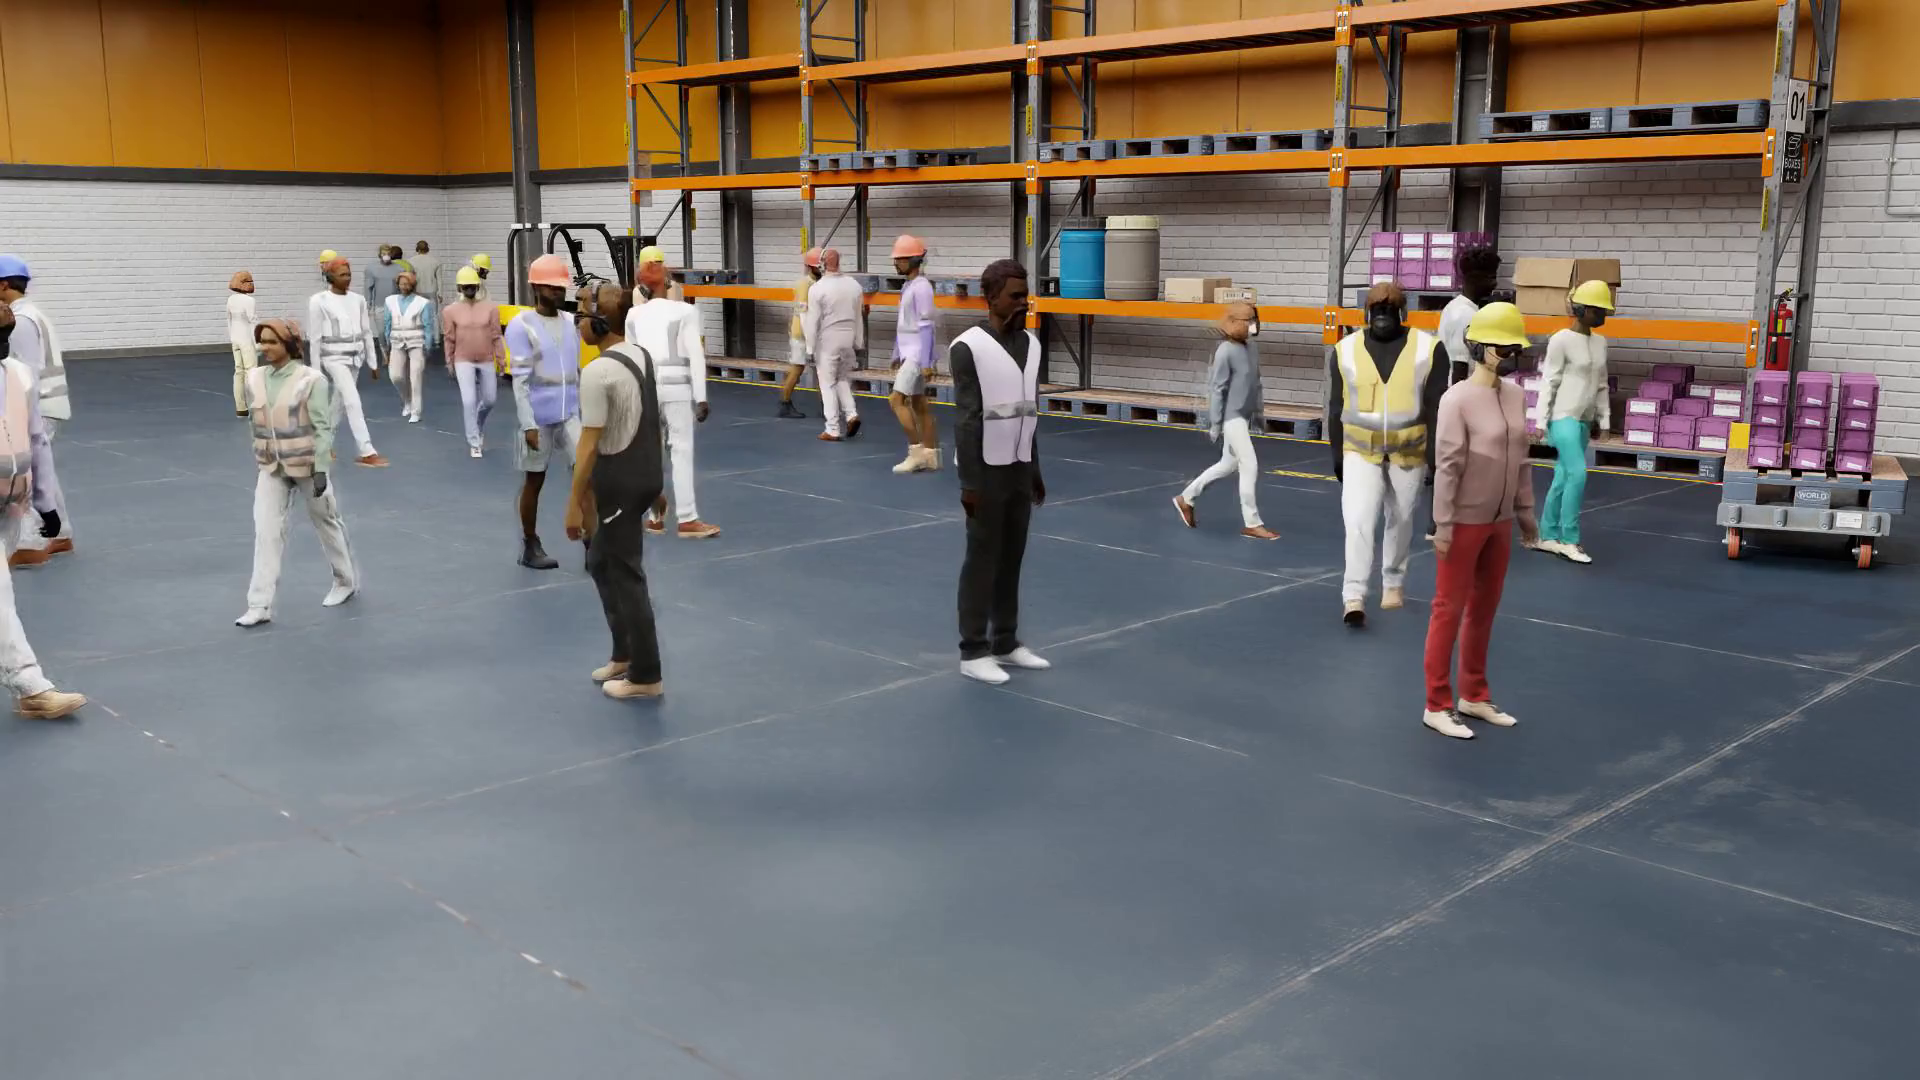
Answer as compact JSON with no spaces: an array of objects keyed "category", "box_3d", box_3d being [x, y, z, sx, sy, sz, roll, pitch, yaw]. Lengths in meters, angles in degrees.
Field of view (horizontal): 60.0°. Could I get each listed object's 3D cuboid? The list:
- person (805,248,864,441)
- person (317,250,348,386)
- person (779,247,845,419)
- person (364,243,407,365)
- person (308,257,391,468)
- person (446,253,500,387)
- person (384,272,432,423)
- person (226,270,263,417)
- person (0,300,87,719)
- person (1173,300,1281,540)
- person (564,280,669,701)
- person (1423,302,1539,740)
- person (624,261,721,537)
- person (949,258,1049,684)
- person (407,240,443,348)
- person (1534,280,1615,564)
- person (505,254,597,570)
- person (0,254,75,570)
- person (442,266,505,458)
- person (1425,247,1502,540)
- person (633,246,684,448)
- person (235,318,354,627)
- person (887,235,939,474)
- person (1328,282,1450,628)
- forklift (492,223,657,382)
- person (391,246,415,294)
[{"category":"person","box_3d":[-1.261,-1.909,16.347,0.680,1.891,0.423,-10,15,-44]},{"category":"person","box_3d":[-8.464,-3.004,22.512,0.403,1.827,0.590,-2,11,-13]},{"category":"person","box_3d":[-1.629,-2.252,18.232,0.886,1.880,0.562,4,11,22]},{"category":"person","box_3d":[-8.849,-3.624,25.708,0.632,1.905,0.955,-3,11,-15]},{"category":"person","box_3d":[-5.461,-1.563,14.682,1.001,1.847,0.593,5,12,27]},{"category":"person","box_3d":[-6.492,-2.915,22.127,0.607,1.788,0.640,-4,11,-21]},{"category":"person","box_3d":[-5.963,-2.083,17.995,0.521,1.626,0.389,0,10,2]},{"category":"person","box_3d":[-7.920,-2.165,18.456,0.498,1.634,0.283,8,13,36]},{"category":"person","box_3d":[-4.164,-0.142,7.044,0.960,1.781,0.663,3,11,17]},{"category":"person","box_3d":[1.808,-0.823,11.242,0.786,1.597,0.497,6,12,32]},{"category":"person","box_3d":[-1.526,-0.198,7.194,0.551,1.826,0.558,3,11,15]},{"category":"person","box_3d":[2.129,-0.077,6.736,0.558,1.760,0.340,-8,13,-37]},{"category":"person","box_3d":[-1.935,-0.943,11.234,0.750,1.855,0.372,4,11,20]},{"category":"person","box_3d":[0.171,-0.319,7.621,0.380,1.916,0.596,8,13,36]},{"category":"person","box_3d":[-9.577,-4.396,29.792,0.635,1.937,0.352,-6,12,-31]},{"category":"person","box_3d":[3.874,-0.728,10.318,0.552,1.736,0.664,-7,13,-34]},{"category":"person","box_3d":[-2.370,-0.733,9.920,0.870,1.903,0.561,8,13,38]},{"category":"person","box_3d":[-5.767,-0.795,10.282,0.472,1.916,0.703,-5,12,-27]},{"category":"person","box_3d":[-4.501,-1.655,15.365,0.526,1.746,0.667,-6,12,-28]},{"category":"person","box_3d":[3.333,-0.933,10.898,0.519,1.947,0.606,0,10,2]},{"category":"person","box_3d":[-2.901,-1.829,15.853,0.401,1.921,0.646,8,13,37]},{"category":"person","box_3d":[-3.536,-0.379,8.828,0.532,1.592,0.855,3,11,14]},{"category":"person","box_3d":[-0.431,-1.560,14.122,0.595,2.023,0.619,-2,11,-9]},{"category":"person","box_3d":[2.229,-0.449,8.722,0.622,1.781,1.003,3,11,16]},{"category":"forklift","box_3d":[-5.316,-3.263,22.920,2.313,2.155,1.214,-10,14,-44]},{"category":"person","box_3d":[-9.818,-4.212,29.060,0.429,1.841,0.634,6,12,30]}]
